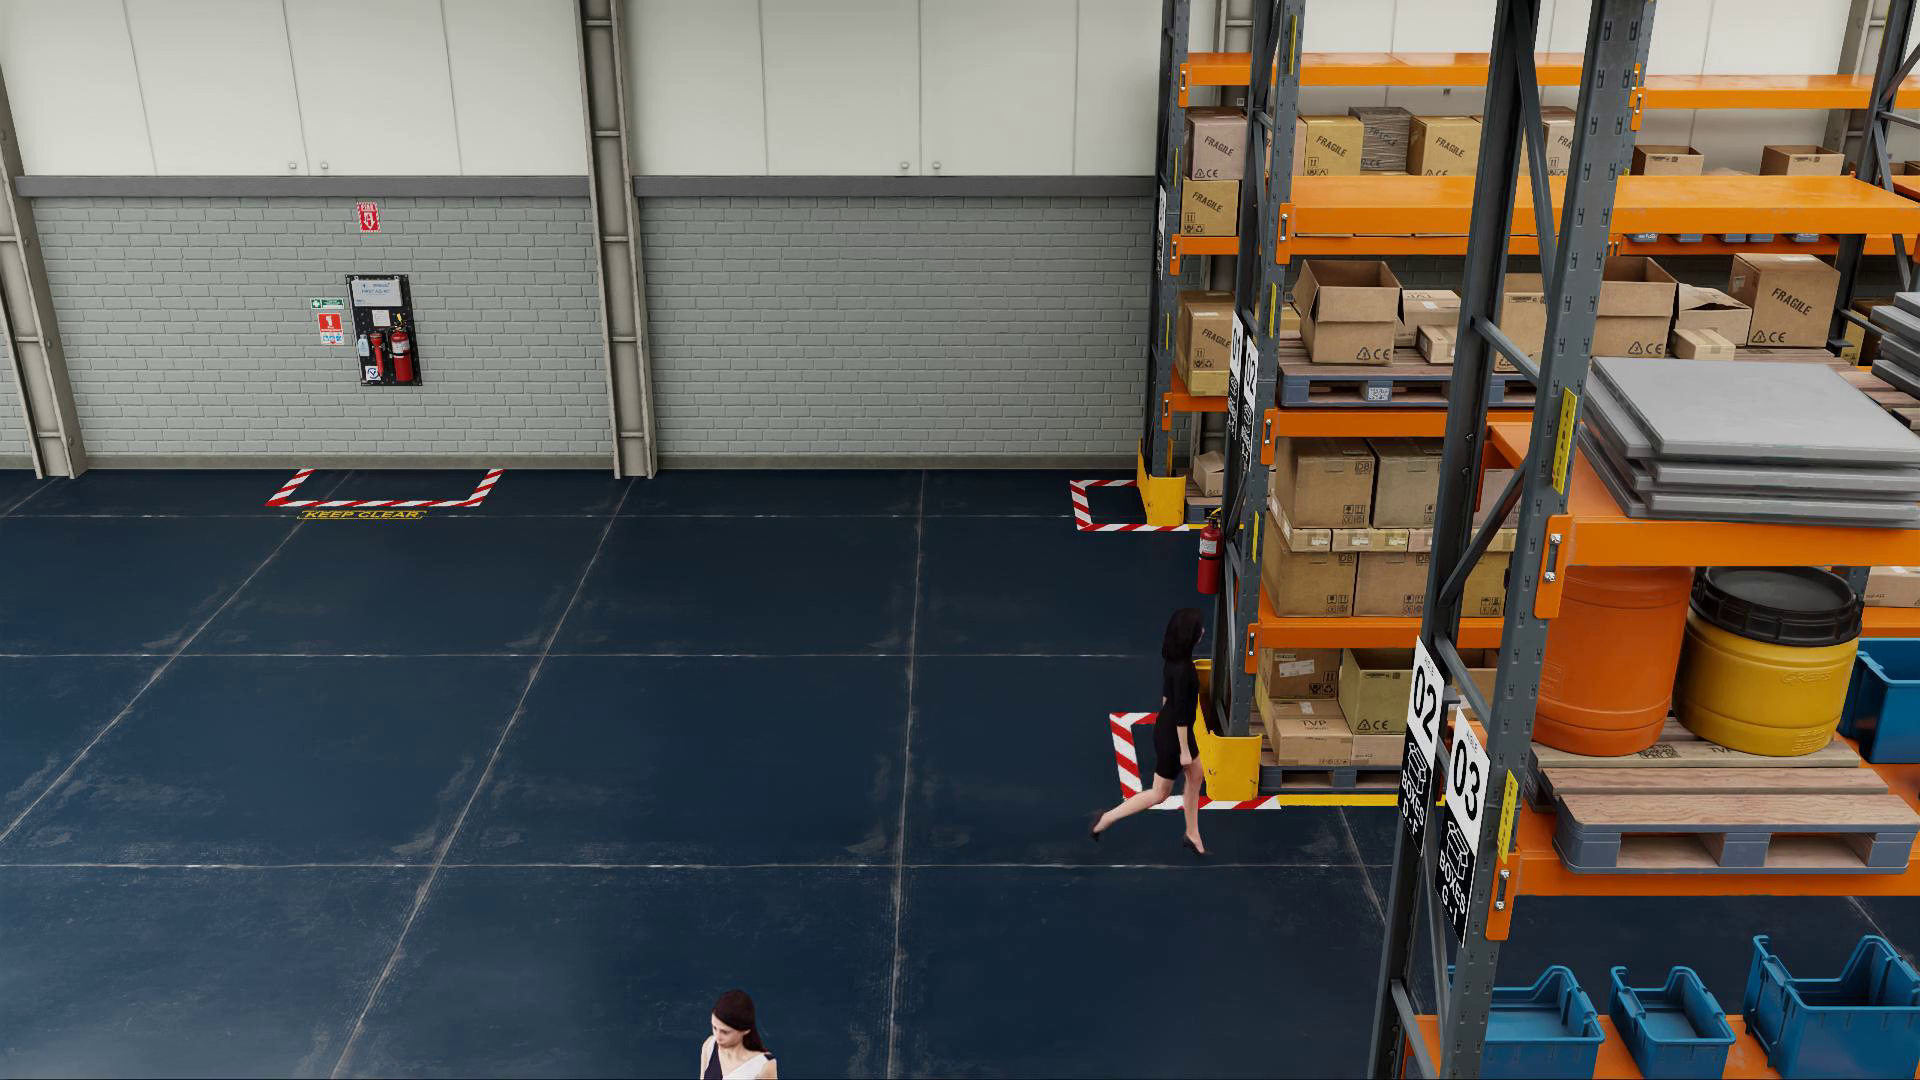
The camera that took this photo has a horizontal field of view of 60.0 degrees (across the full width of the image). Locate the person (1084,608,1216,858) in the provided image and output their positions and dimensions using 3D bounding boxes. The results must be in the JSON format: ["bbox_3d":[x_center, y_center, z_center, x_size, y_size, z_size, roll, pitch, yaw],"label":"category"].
[{"bbox_3d":[1.258,1.274,10.485,1.120,1.772,0.738,4,23,9],"label":"person"}]

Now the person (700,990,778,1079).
[{"bbox_3d":[-0.954,2.677,7.345,0.575,1.648,0.692,10,25,23],"label":"person"}]
